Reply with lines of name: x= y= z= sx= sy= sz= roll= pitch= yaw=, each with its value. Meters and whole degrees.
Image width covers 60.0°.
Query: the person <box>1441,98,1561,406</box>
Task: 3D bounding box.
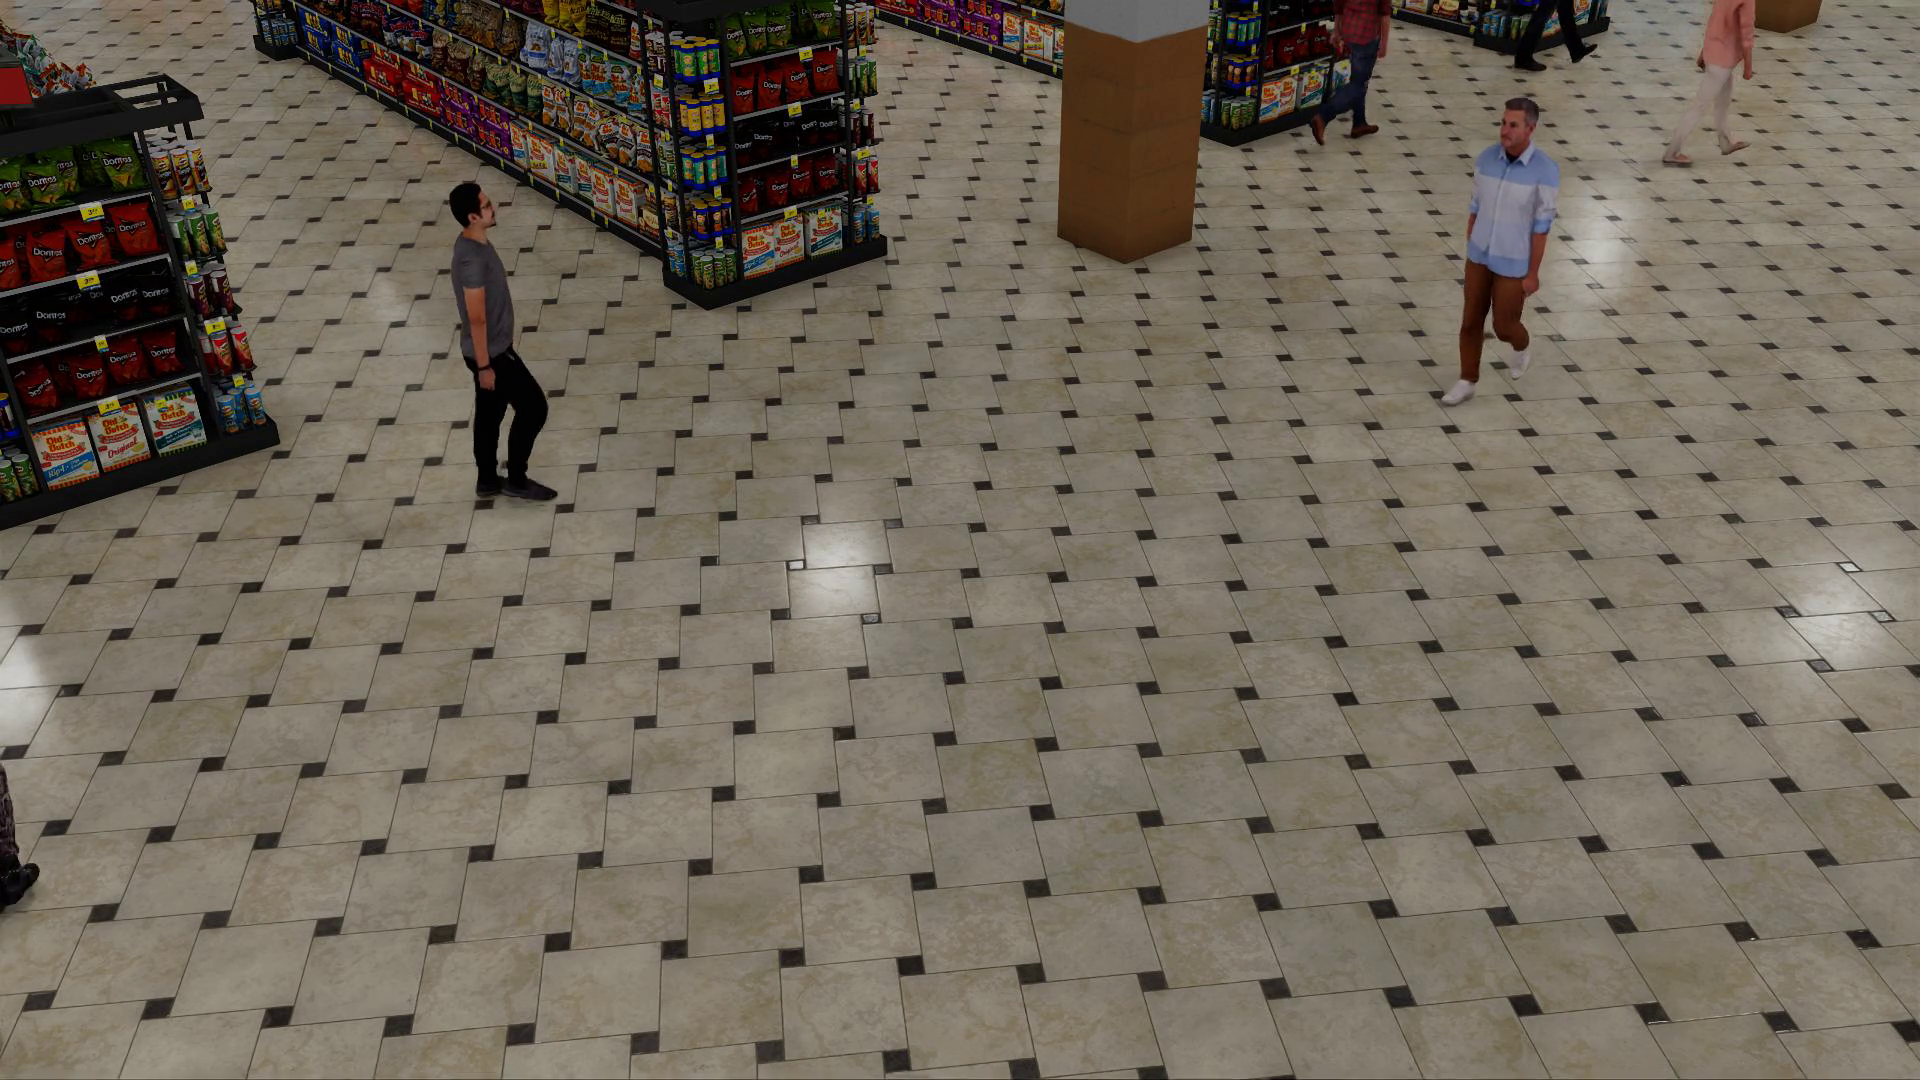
person: x=3.151 y=-1.645 z=9.546 sx=0.776 sy=1.813 sz=0.838 roll=-27 pitch=41 yaw=-36

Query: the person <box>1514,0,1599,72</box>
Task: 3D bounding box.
person: x=5.453 y=-5.229 z=15.358 sx=1.139 sy=1.759 sz=1.161 roll=-2 pitch=32 yaw=-3

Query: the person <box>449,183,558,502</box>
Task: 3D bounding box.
person: x=-2.490 y=-0.968 z=8.527 sx=0.822 sy=1.740 sz=0.728 roll=-10 pitch=33 yaw=-15

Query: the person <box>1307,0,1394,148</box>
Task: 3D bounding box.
person: x=3.181 y=-4.065 z=13.450 sx=0.839 sy=1.798 sz=1.094 roll=-19 pitch=37 yaw=-27

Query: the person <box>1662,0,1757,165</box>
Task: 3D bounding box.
person: x=5.901 y=-3.775 z=13.087 sx=1.027 sy=1.689 sz=1.043 roll=-3 pitch=32 yaw=-4
